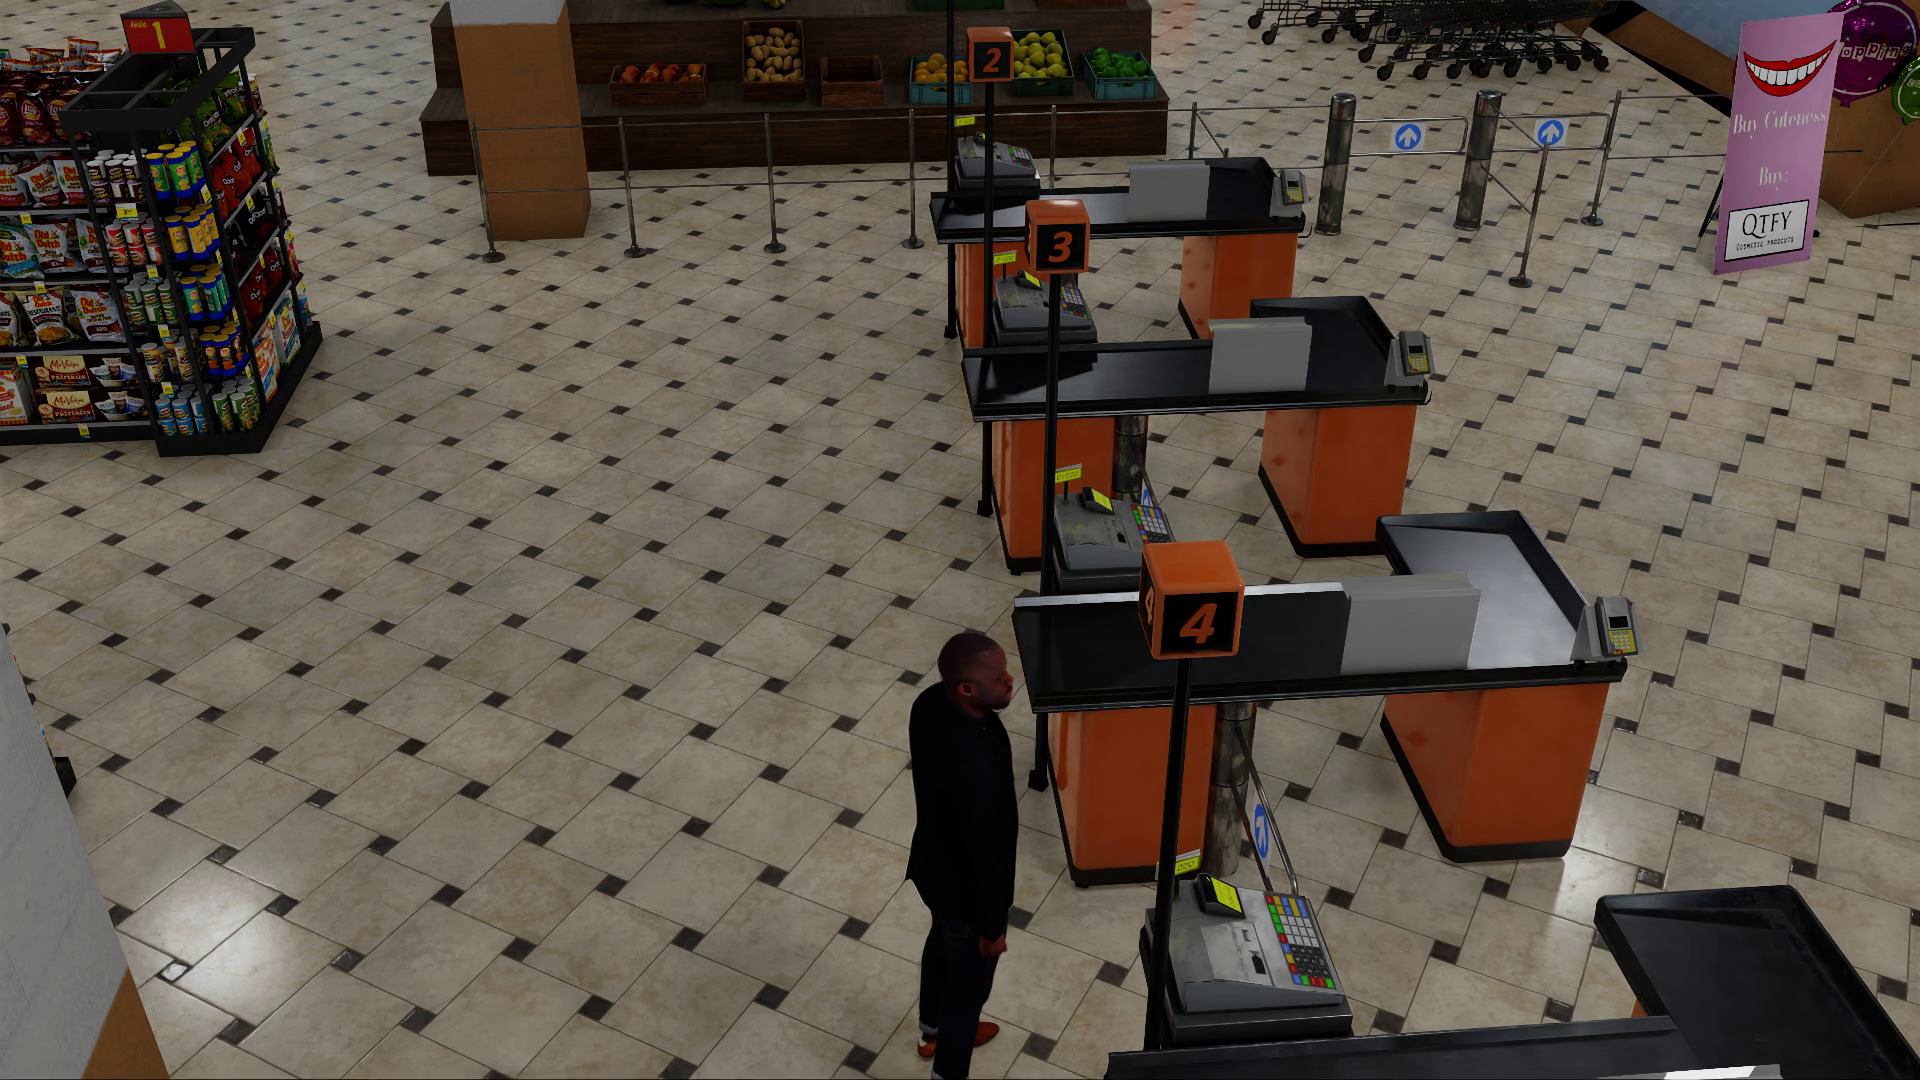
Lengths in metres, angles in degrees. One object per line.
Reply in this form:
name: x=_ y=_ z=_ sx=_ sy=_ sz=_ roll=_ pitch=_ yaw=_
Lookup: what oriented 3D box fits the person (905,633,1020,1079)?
person: x=0.006 y=1.056 z=5.244 sx=0.627 sy=1.817 sz=0.721 roll=-7 pitch=33 yaw=-11
